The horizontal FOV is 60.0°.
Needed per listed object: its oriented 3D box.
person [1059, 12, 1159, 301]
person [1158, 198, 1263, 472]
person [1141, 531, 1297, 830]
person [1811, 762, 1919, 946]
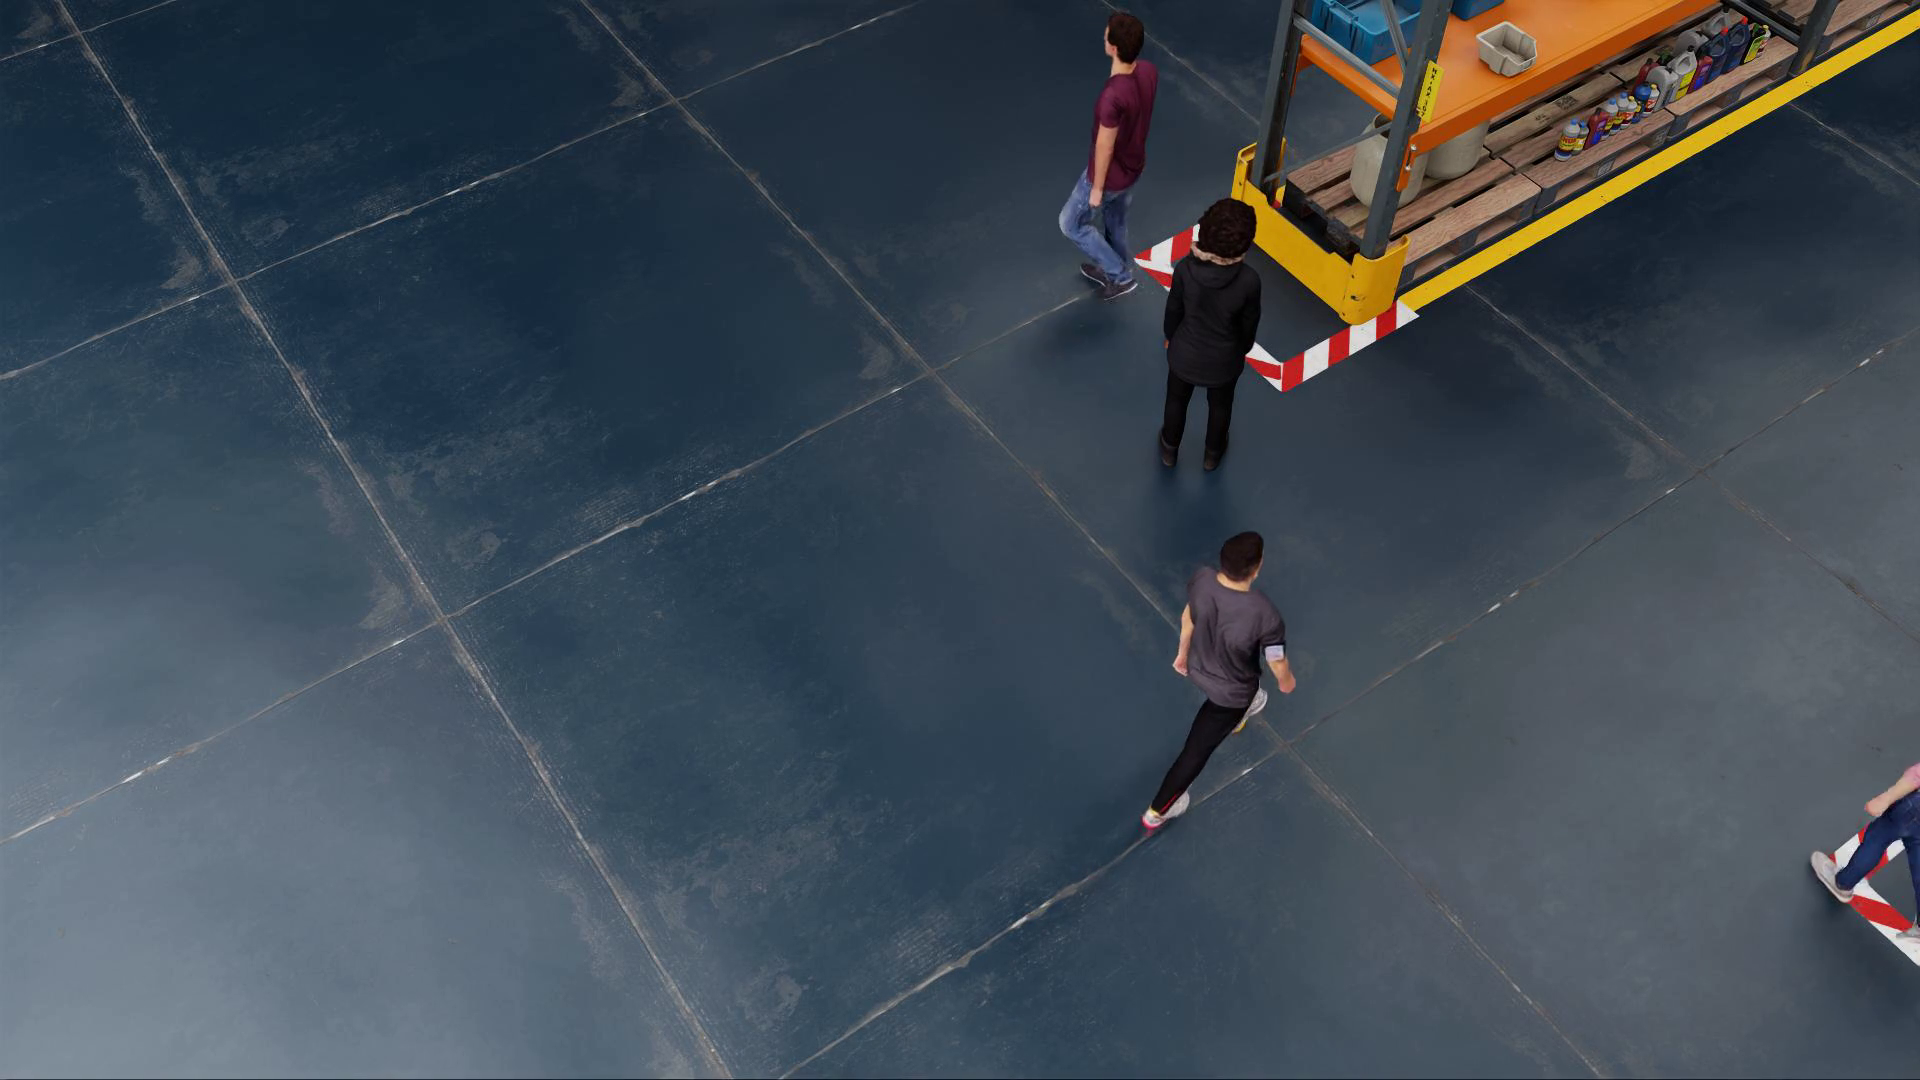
[{"bbox_3d":[0.911,-2.016,9.126,0.864,1.839,0.778,28,57,20],"label":"person"},{"bbox_3d":[1.250,-0.988,8.366,0.738,1.781,0.793,10,53,7],"label":"person"},{"bbox_3d":[1.074,0.640,7.145,1.173,1.718,0.690,-34,59,-23],"label":"person"},{"bbox_3d":[4.029,1.140,6.750,0.885,1.731,0.839,-15,54,-11],"label":"person"}]
